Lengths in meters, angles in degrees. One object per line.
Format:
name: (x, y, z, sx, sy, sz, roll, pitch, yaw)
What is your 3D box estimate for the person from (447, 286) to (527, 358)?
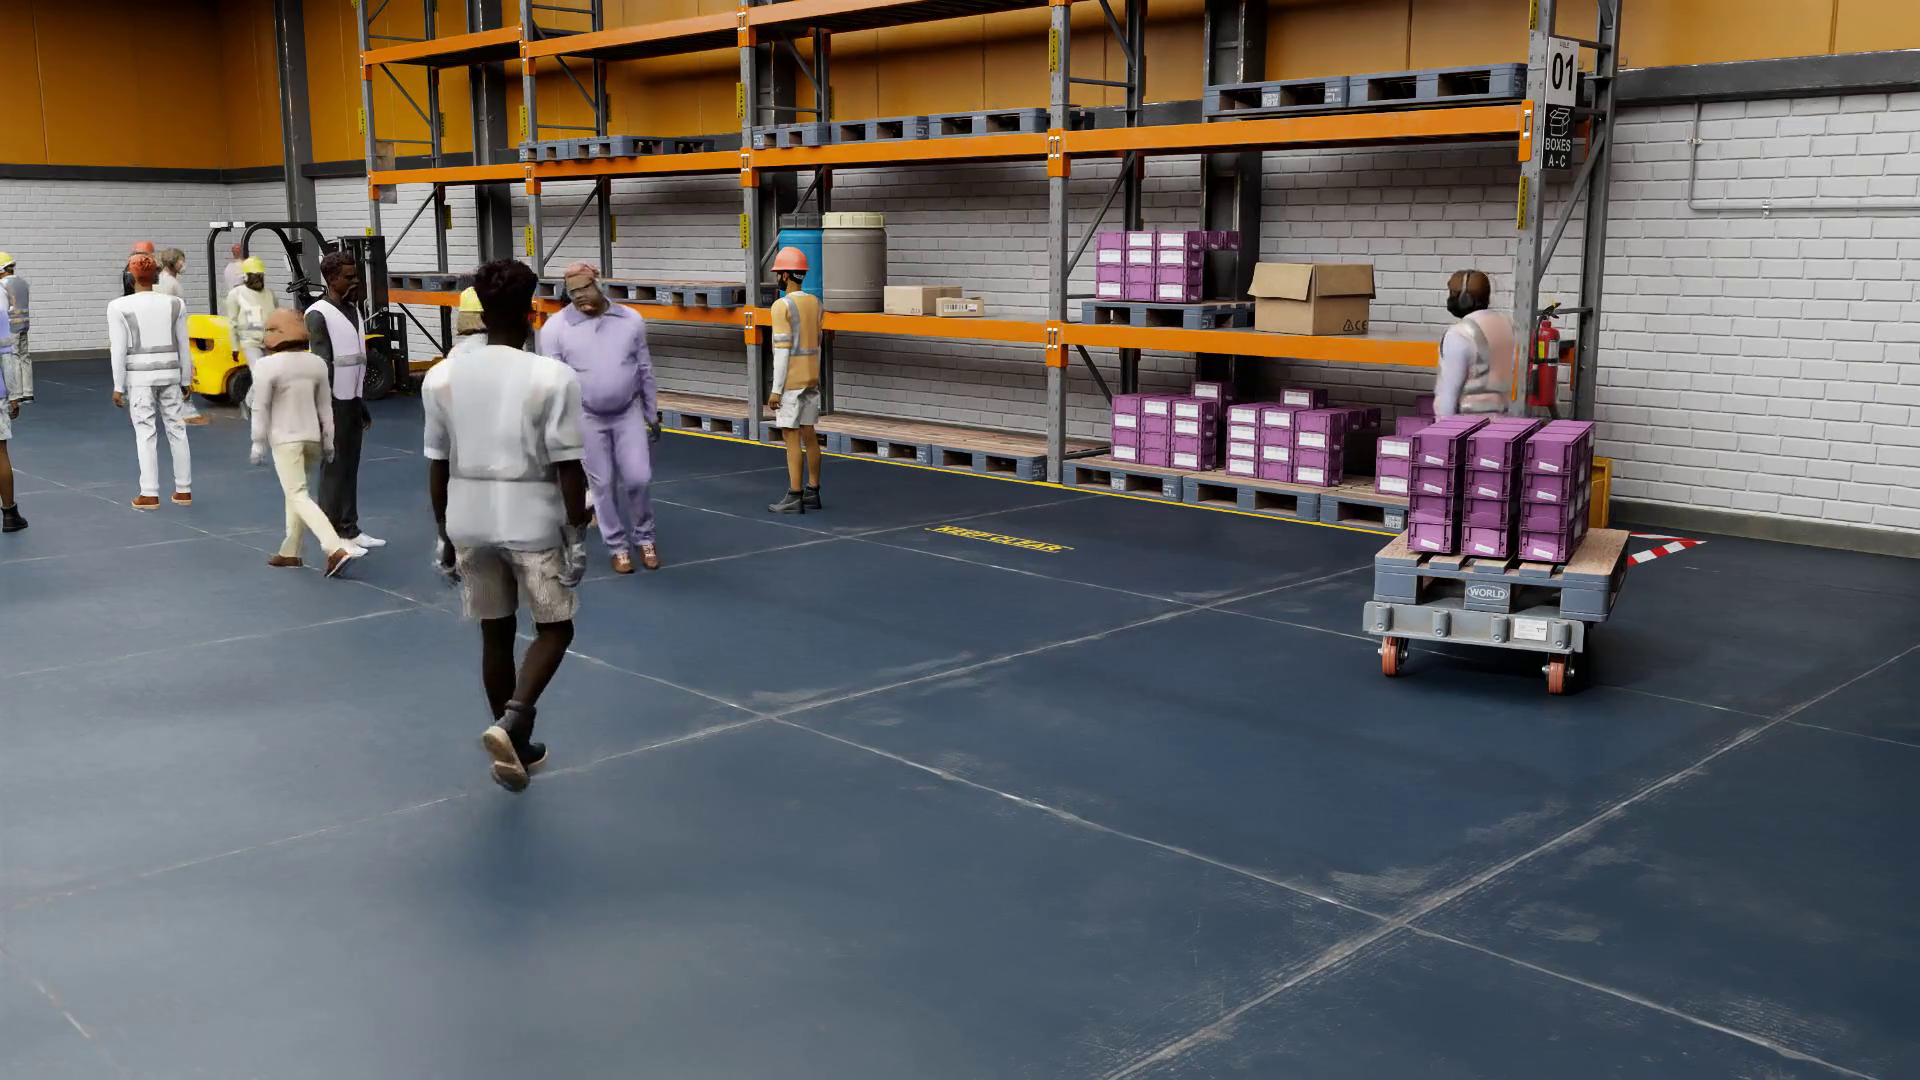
person: (-2.762, -0.620, 9.761, 0.517, 1.723, 0.526, -10, 14, -42)

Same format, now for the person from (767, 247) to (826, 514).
person: (-1.215, -1.157, 12.133, 0.357, 1.937, 0.550, 6, 12, 28)

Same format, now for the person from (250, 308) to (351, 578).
person: (-3.928, -0.578, 9.904, 0.804, 1.605, 0.506, 5, 12, 26)

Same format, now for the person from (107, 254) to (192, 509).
person: (-5.999, -1.169, 12.350, 0.356, 1.883, 0.573, 9, 14, 40)

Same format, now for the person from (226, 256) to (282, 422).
person: (-7.501, -2.110, 17.701, 0.812, 1.808, 0.599, 7, 12, 33)

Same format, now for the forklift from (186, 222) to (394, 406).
forklift: (-8.169, -2.758, 20.163, 2.313, 2.155, 1.214, -10, 14, -44)

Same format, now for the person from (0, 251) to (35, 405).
person: (-11.345, -2.522, 19.876, 0.404, 1.829, 0.588, 0, 10, -1)

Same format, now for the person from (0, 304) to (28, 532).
person: (-6.689, -0.996, 11.283, 0.543, 1.928, 0.372, -4, 11, -21)

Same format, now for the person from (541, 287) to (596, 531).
person: (-2.559, -0.875, 11.265, 0.538, 1.686, 0.444, -9, 14, -41)

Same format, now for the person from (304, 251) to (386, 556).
person: (-3.947, -0.866, 10.599, 0.395, 1.920, 0.587, 1, 10, 3)

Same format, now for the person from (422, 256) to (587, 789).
person: (-1.646, -0.033, 5.986, 0.617, 1.948, 0.634, 1, 10, 8)

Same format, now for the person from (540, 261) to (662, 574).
person: (-2.103, -0.712, 9.892, 0.711, 1.868, 0.437, -4, 11, -22)

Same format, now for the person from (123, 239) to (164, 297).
person: (-10.800, -3.001, 22.105, 0.624, 1.974, 0.831, 1, 10, 7)

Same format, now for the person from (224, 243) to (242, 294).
person: (-10.417, -3.368, 24.261, 0.646, 1.913, 0.409, 9, 13, 39)

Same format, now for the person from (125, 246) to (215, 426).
person: (-8.421, -2.142, 17.599, 0.779, 1.912, 0.629, -4, 11, -21)

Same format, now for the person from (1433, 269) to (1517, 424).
person: (2.977, -0.661, 9.734, 0.653, 1.824, 0.438, -9, 14, -42)
